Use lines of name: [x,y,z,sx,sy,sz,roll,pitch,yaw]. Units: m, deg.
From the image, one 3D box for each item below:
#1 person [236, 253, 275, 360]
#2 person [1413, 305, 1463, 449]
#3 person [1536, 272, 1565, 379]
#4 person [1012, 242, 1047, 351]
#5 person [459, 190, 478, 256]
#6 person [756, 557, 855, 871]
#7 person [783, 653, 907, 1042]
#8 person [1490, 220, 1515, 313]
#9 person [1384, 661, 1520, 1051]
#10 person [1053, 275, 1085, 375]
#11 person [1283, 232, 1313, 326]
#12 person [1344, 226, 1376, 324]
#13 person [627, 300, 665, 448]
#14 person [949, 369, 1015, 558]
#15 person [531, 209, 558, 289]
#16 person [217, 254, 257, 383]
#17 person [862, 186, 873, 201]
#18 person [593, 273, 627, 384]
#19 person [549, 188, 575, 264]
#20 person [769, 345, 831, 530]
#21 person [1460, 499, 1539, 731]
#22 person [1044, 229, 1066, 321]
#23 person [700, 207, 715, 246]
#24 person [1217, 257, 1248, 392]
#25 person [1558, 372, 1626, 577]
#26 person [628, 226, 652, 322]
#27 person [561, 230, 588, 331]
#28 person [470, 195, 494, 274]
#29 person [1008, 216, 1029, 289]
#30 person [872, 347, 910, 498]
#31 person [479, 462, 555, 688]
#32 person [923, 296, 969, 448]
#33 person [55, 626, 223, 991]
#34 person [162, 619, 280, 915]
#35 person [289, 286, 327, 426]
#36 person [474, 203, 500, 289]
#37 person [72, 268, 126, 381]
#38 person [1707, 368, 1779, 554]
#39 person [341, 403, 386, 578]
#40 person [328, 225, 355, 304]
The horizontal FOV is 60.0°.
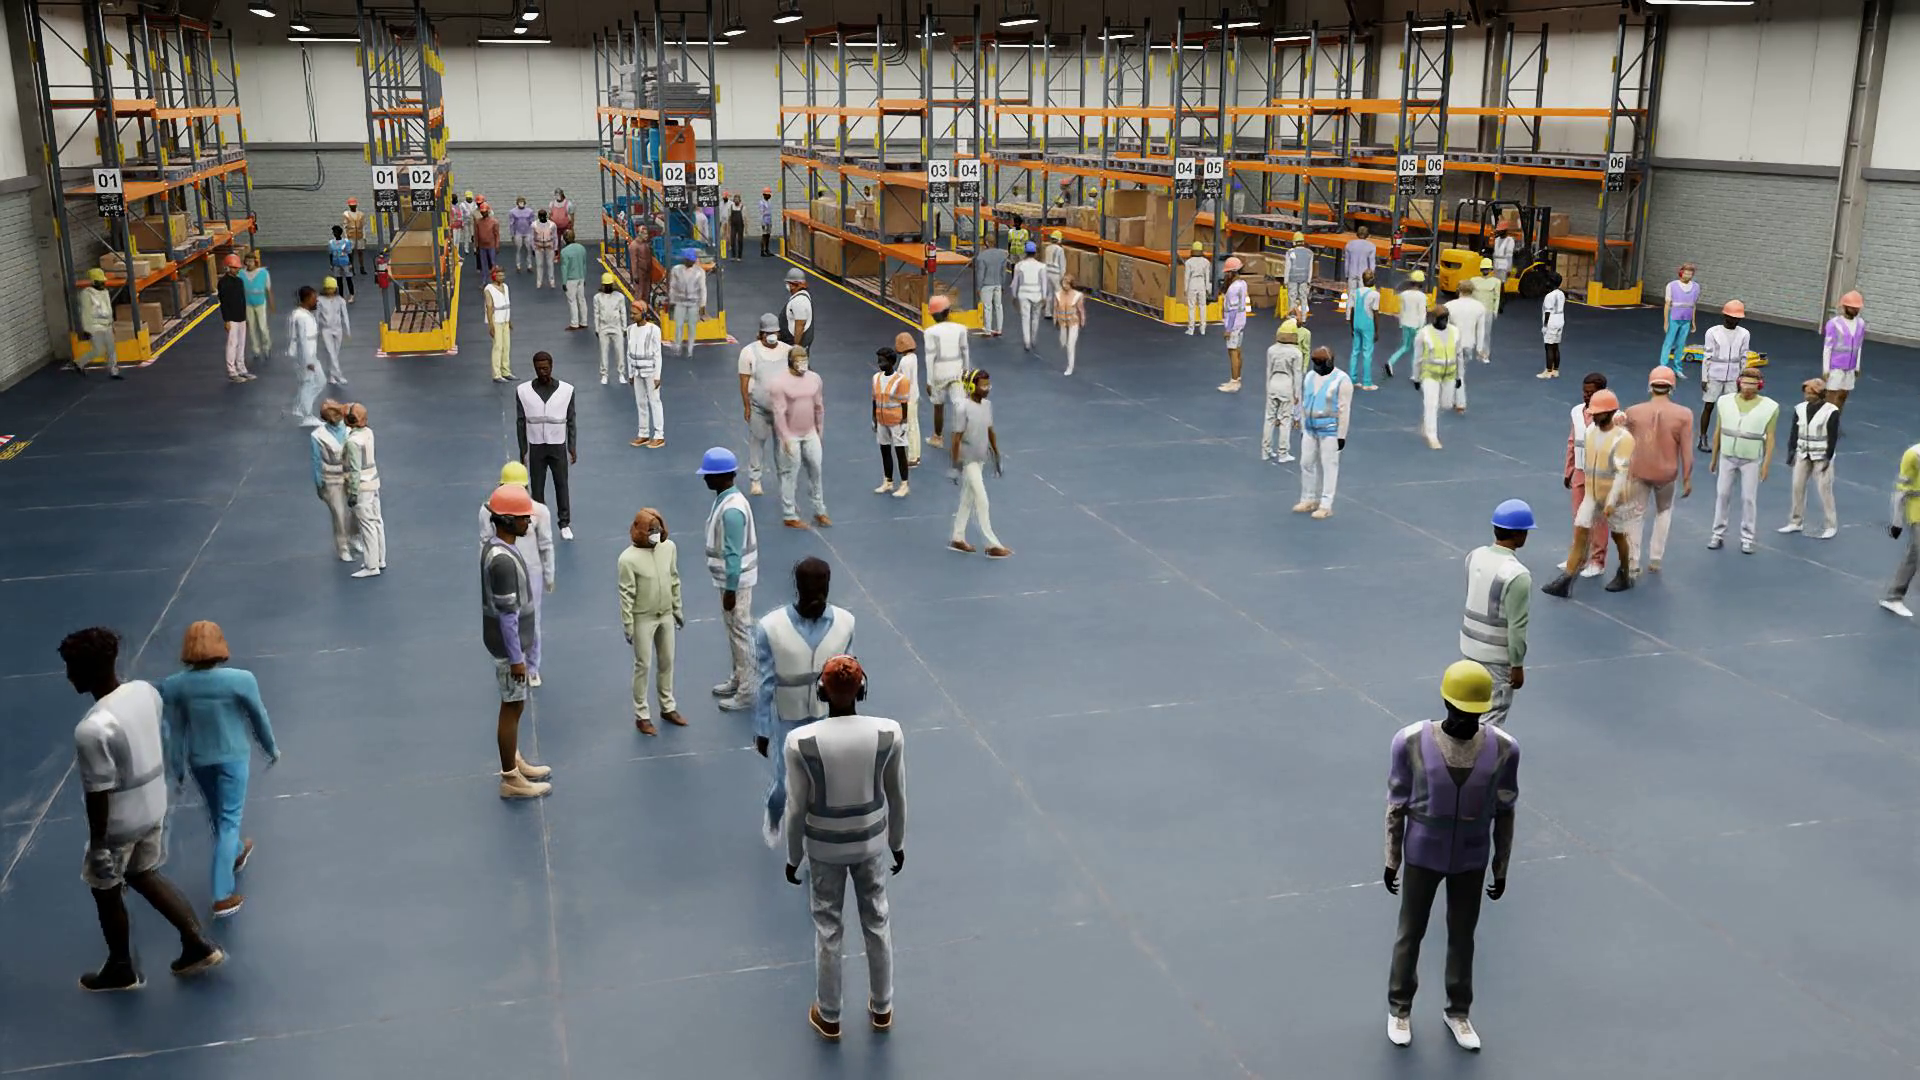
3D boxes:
person: [-11.999,-3.965,28.272,0.577,1.820,0.576,-3,15,-10]
person: [6.086,-2.104,21.263,0.637,1.828,0.659,-3,15,-10]
person: [9.407,-3.402,26.413,0.322,1.689,0.530,12,19,38]
person: [1.235,-4.312,29.464,0.616,1.894,1.057,0,15,2]
person: [-13.839,-8.955,47.033,0.591,1.834,0.404,-11,18,-35]
person: [-0.890,0.994,9.473,0.618,1.897,0.581,-7,16,-24]
person: [-0.535,1.442,7.810,0.583,1.882,0.337,-4,16,-16]
person: [11.210,-5.649,34.432,0.468,1.914,0.550,-7,17,-26]
person: [2.256,1.459,7.687,0.585,1.918,0.402,2,15,6]
person: [1.796,-3.508,26.964,0.550,1.610,0.675,7,17,26]
person: [6.583,-5.087,32.485,0.598,1.828,0.403,-4,15,-14]
person: [7.866,-5.213,32.777,0.623,1.932,0.367,9,17,30]
person: [-4.019,-2.113,21.208,0.573,1.880,0.356,10,18,33]
person: [0.250,-0.728,16.065,0.887,1.833,0.560,10,18,32]
person: [-9.725,-6.807,38.934,0.619,1.845,0.430,-3,15,-12]
person: [-11.375,-3.485,26.143,0.394,1.990,0.618,2,15,7]
person: [-2.697,-9.540,49.199,0.502,1.859,0.338,11,19,37]
person: [-5.440,-3.294,25.922,0.493,1.737,0.326,-3,15,-9]
person: [-10.720,-8.437,44.687,0.689,2.000,0.537,0,15,2]
person: [-1.651,-1.060,17.145,0.639,1.926,0.432,-11,19,-36]
person: [3.399,0.691,10.545,0.426,1.938,0.604,-4,15,-14]
person: [1.906,-5.273,33.186,0.405,1.831,0.604,-9,17,-29]
person: [-7.544,-9.816,50.089,0.585,1.929,0.375,5,16,18]
person: [4.130,-3.257,25.197,0.378,2.040,0.607,6,16,21]
person: [5.907,-0.622,15.541,0.403,1.908,0.599,-8,17,-27]
person: [-6.320,-5.291,33.137,0.401,1.896,0.650,5,16,17]
person: [-7.382,-4.957,31.812,0.378,1.929,0.635,8,17,29]
person: [-12.082,-7.731,42.120,0.623,1.990,0.390,-2,15,-8]
person: [1.353,-6.711,38.864,0.535,1.691,0.319,7,17,26]
person: [-0.775,-1.322,18.594,0.539,1.686,0.320,12,19,38]
person: [-3.310,0.267,12.486,0.544,1.750,0.373,-4,15,-14]
person: [-0.147,-2.045,20.762,0.678,1.983,1.054,-7,16,-25]
person: [-4.108,1.333,8.143,0.562,1.943,0.626,2,15,7]
person: [-4.101,1.217,9.233,0.512,1.587,0.872,0,15,-1]
person: [-8.853,-2.489,22.560,0.442,1.904,0.607,-2,15,-9]
person: [-11.054,-6.871,38.876,0.612,1.997,0.376,2,15,8]
person: [-13.573,-3.372,26.084,0.657,1.803,0.624,2,15,7]
person: [7.667,-0.789,16.313,0.564,1.834,0.394,12,19,37]
person: [-5.557,-0.470,15.471,0.311,1.642,0.513,0,15,-2]
person: [-13.442,-5.986,36.137,0.537,1.690,0.320,2,15,6]
